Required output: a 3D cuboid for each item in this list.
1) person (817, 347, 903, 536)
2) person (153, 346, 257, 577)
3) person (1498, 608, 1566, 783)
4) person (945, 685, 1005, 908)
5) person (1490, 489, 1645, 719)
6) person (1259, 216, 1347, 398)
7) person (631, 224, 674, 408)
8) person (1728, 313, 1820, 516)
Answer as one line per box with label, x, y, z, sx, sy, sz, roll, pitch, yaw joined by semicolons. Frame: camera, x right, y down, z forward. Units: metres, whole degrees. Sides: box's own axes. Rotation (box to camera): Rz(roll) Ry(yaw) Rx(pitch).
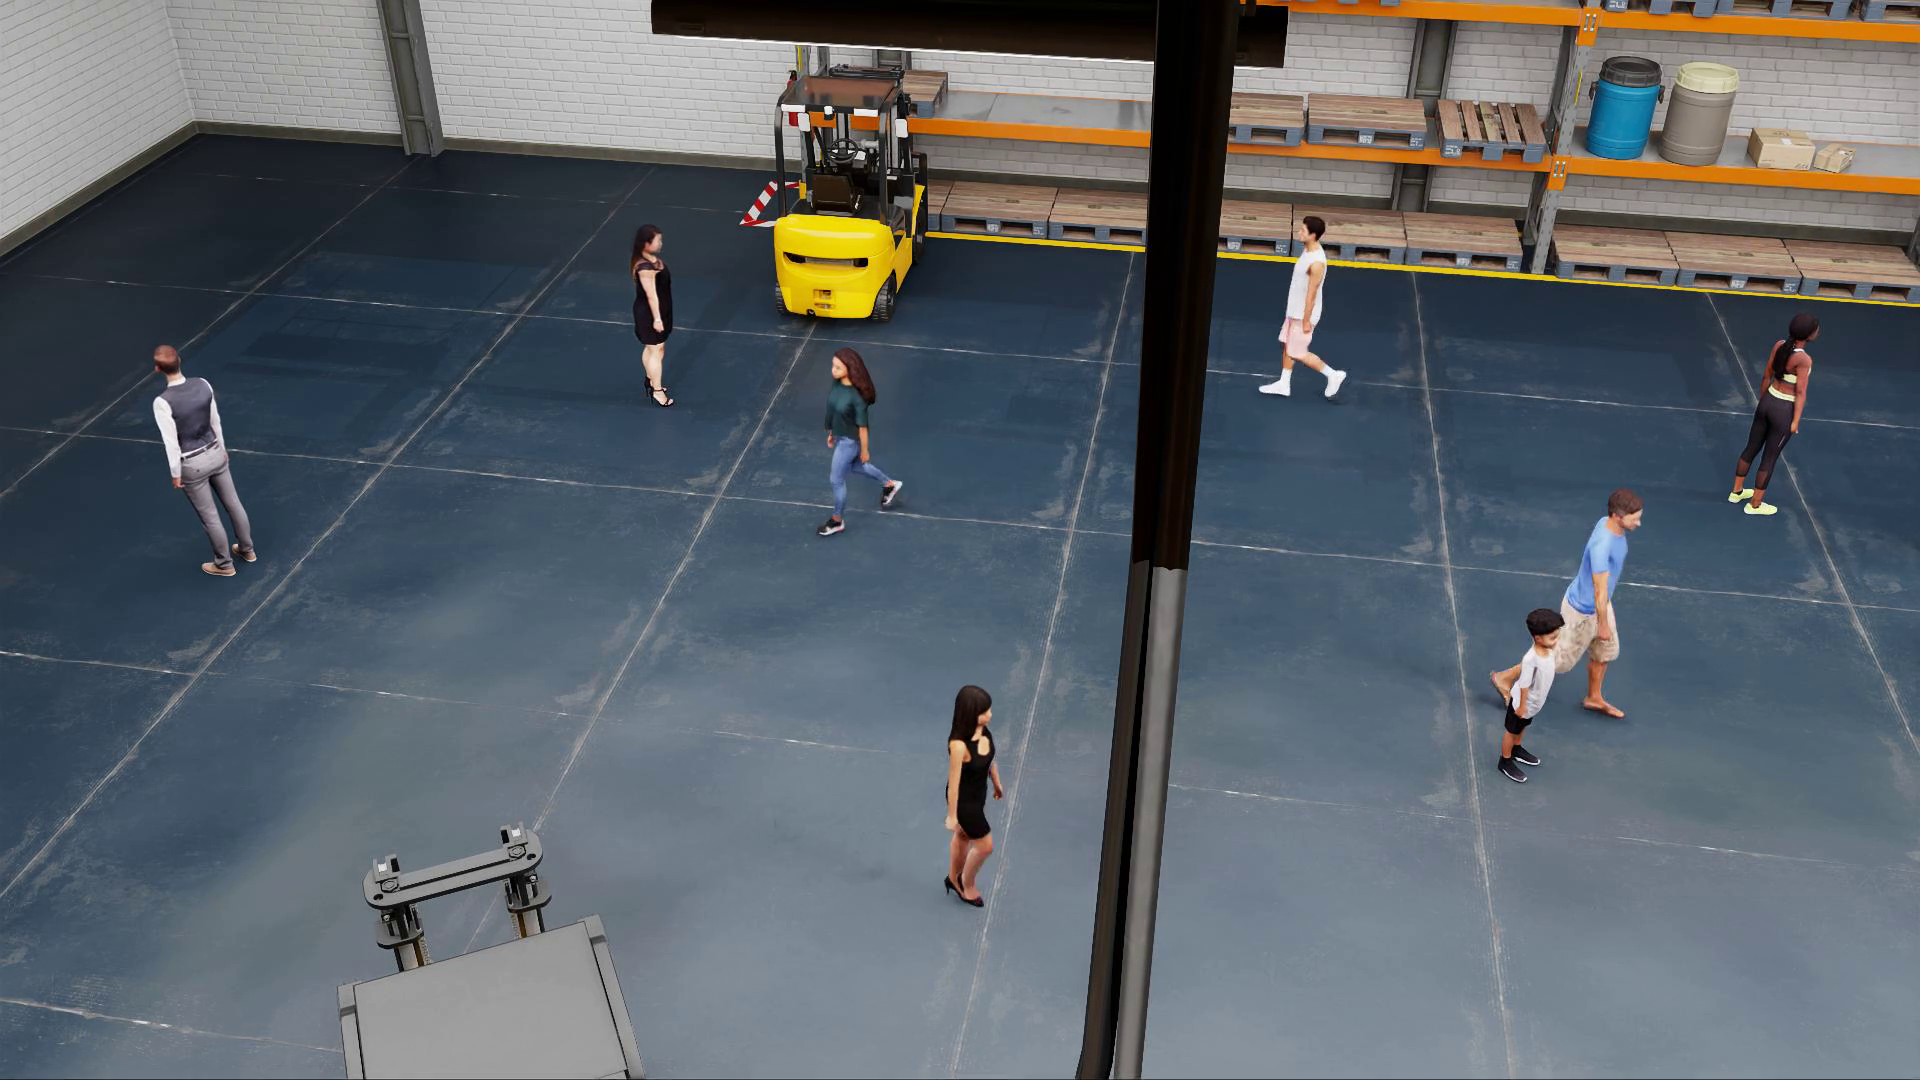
person;-0.819;-0.826;13.299;1.116;1.590;0.999;-17;37;-24
person;-5.773;-0.610;12.655;0.704;1.943;0.733;19;38;26
person;3.721;0.984;10.875;0.609;1.259;0.570;25;41;33
person;-0.025;1.495;9.763;0.637;1.638;0.643;13;36;19
person;4.135;0.428;11.190;1.214;1.836;0.927;17;37;24
person;3.183;-2.063;14.997;1.002;1.770;0.682;3;34;5
person;-2.783;-2.036;15.007;0.772;1.714;0.763;-11;35;-16
person;6.597;-1.029;13.455;0.649;1.754;0.642;-10;35;-15
